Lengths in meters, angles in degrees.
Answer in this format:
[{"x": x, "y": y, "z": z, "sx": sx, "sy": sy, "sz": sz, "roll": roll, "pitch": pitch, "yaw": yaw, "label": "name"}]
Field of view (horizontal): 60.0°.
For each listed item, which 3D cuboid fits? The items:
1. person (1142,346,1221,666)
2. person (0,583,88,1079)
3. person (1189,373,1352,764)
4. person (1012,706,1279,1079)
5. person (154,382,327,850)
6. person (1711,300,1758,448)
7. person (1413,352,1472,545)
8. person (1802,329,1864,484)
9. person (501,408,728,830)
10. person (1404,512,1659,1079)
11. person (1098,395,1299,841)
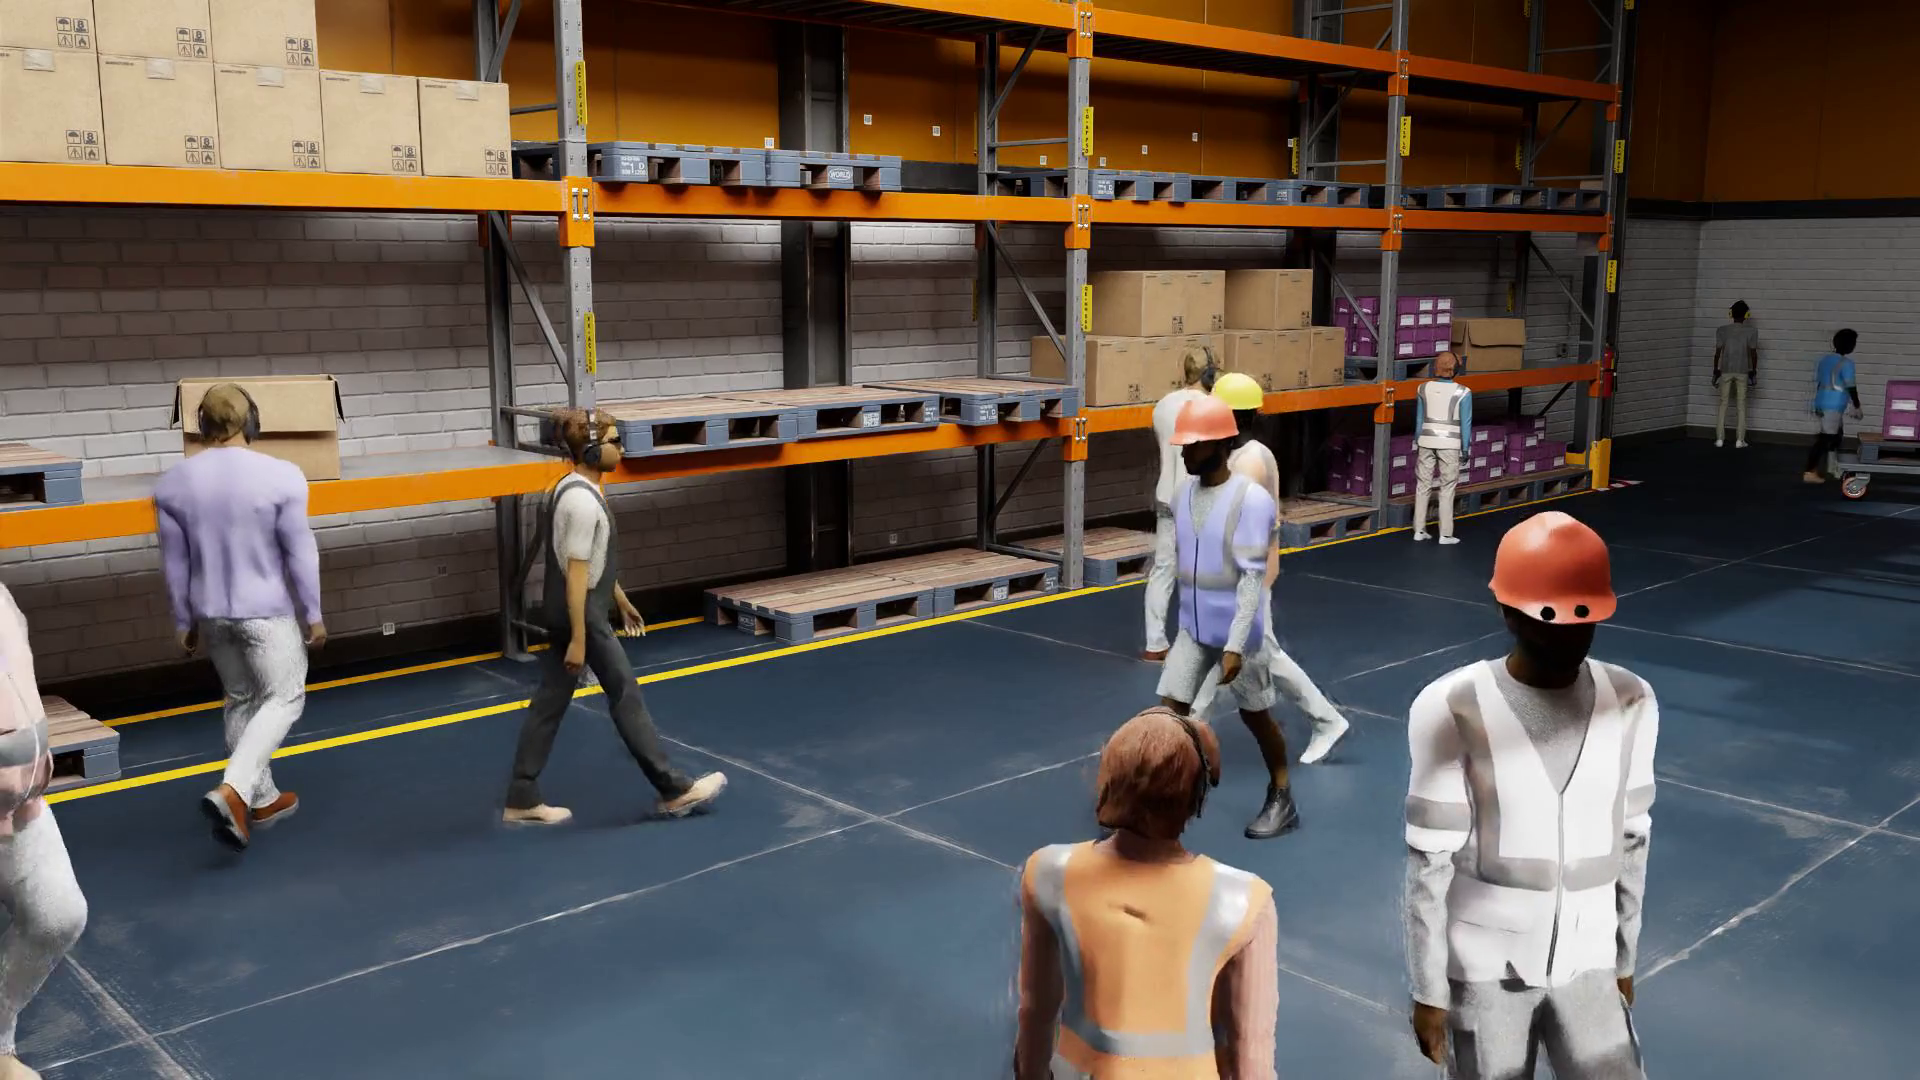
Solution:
[{"x": 1.477, "y": -0.205, "z": 9.968, "sx": 0.950, "sy": 1.901, "sz": 0.635, "roll": -7, "pitch": 12, "yaw": -36, "label": "person"}, {"x": -2.696, "y": 0.756, "z": 4.521, "sx": 0.443, "sy": 1.831, "sz": 0.653, "roll": 0, "pitch": 10, "yaw": 1, "label": "person"}, {"x": 1.414, "y": 0.143, "z": 7.963, "sx": 0.936, "sy": 1.894, "sz": 0.604, "roll": 0, "pitch": 10, "yaw": 1, "label": "person"}, {"x": 0.315, "y": 1.117, "z": 3.096, "sx": 0.521, "sy": 1.607, "sz": 0.792, "roll": 4, "pitch": 10, "yaw": 20, "label": "person"}, {"x": -2.969, "y": 0.316, "z": 6.833, "sx": 0.635, "sy": 1.921, "sz": 0.756, "roll": 1, "pitch": 10, "yaw": 6, "label": "person"}, {"x": 9.859, "y": -2.106, "z": 21.167, "sx": 0.531, "sy": 1.870, "sz": 0.316, "roll": 5, "pitch": 11, "yaw": 29, "label": "person"}, {"x": 4.074, "y": -0.772, "z": 14.066, "sx": 0.508, "sy": 1.627, "sz": 0.322, "roll": 9, "pitch": 13, "yaw": 42, "label": "person"}, {"x": 9.359, "y": -1.402, "z": 17.633, "sx": 0.749, "sy": 1.658, "sz": 0.544, "roll": 0, "pitch": 10, "yaw": 2, "label": "person"}, {"x": -1.516, "y": 0.338, "z": 7.062, "sx": 0.968, "sy": 1.790, "sz": 0.510, "roll": -4, "pitch": 11, "yaw": -23, "label": "person"}, {"x": 1.206, "y": 0.886, "z": 3.510, "sx": 0.557, "sy": 1.916, "sz": 0.409, "roll": -1, "pitch": 10, "yaw": -4, "label": "person"}, {"x": 1.039, "y": 0.353, "z": 6.758, "sx": 1.012, "sy": 1.885, "sz": 0.563, "roll": -8, "pitch": 12, "yaw": -39, "label": "person"}]
